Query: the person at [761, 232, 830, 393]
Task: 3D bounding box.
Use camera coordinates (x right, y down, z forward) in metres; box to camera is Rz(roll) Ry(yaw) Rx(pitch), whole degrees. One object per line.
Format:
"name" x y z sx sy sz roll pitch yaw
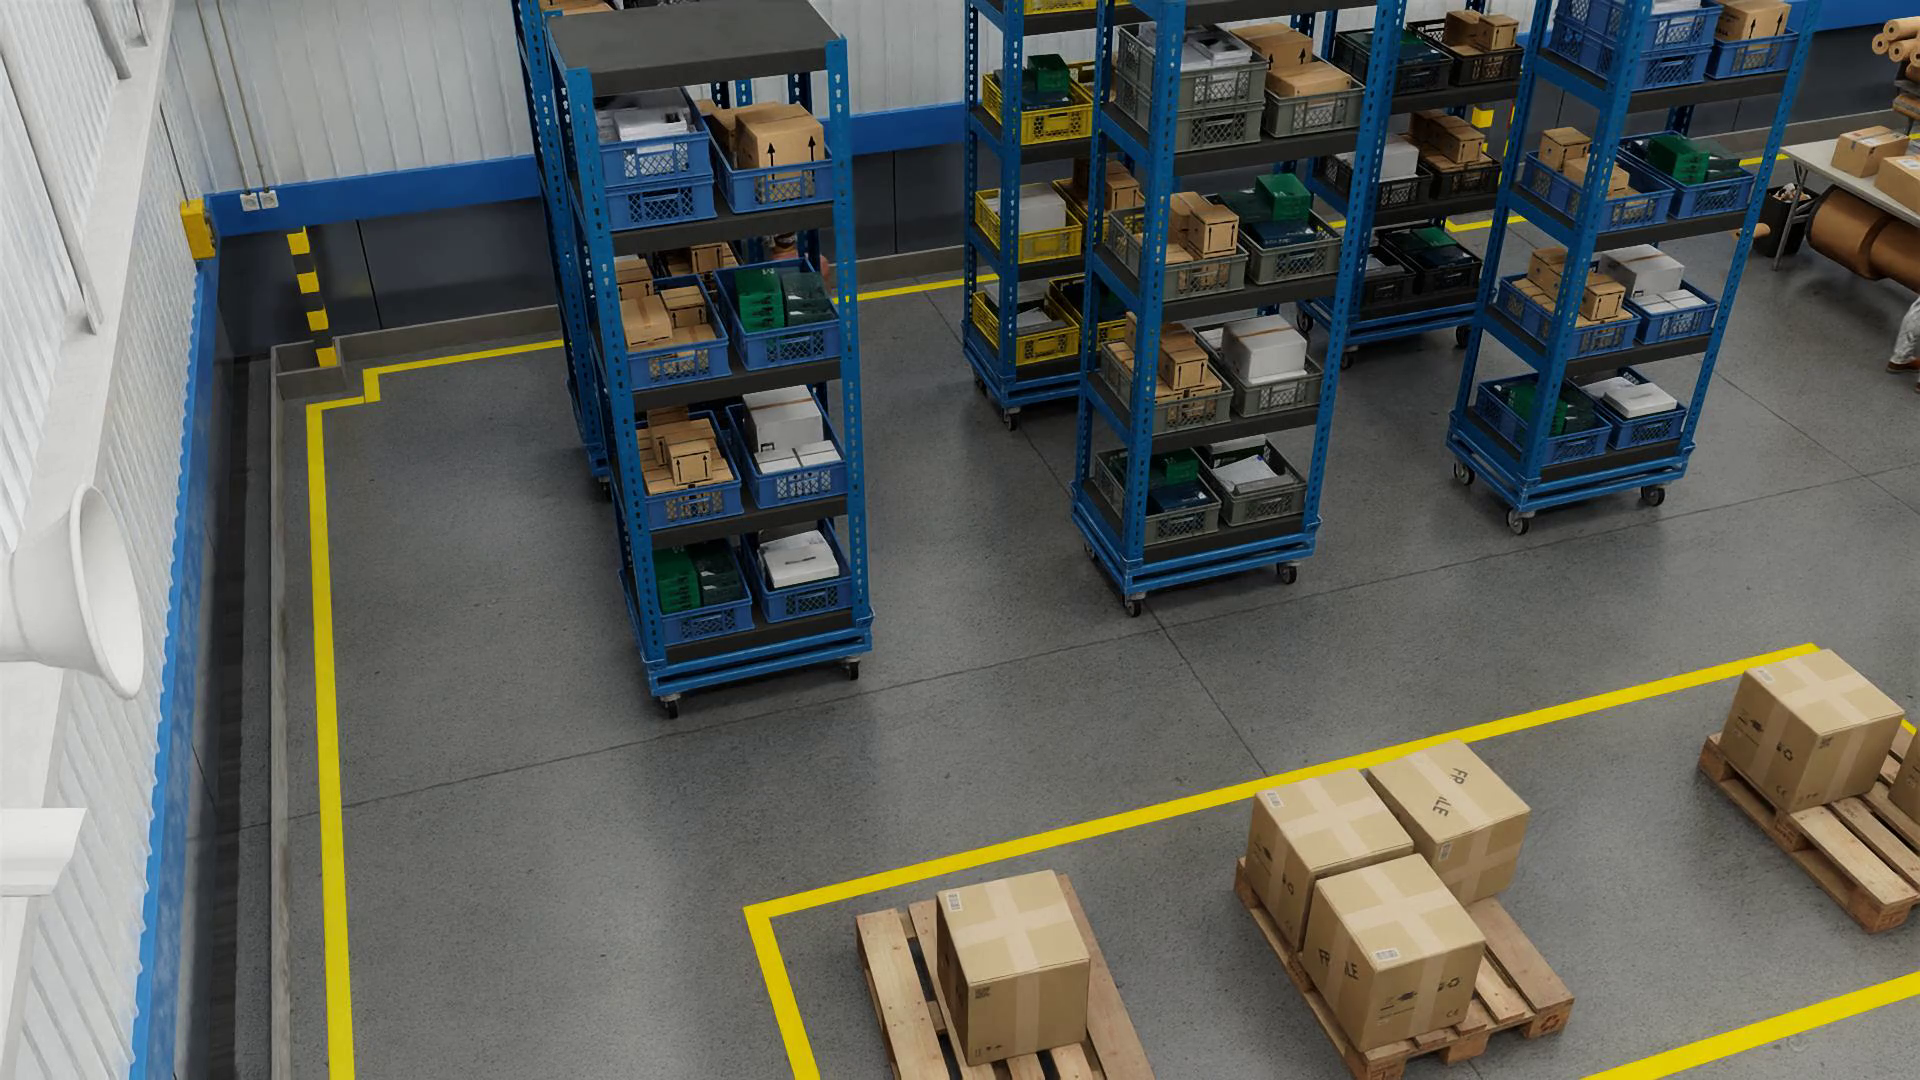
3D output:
"person" -1.046 -1.134 10.172 0.624 1.980 0.411 -29 45 -35

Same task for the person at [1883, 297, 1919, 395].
"person" 6.853 -1.921 11.332 0.371 1.930 0.625 -6 36 -9
